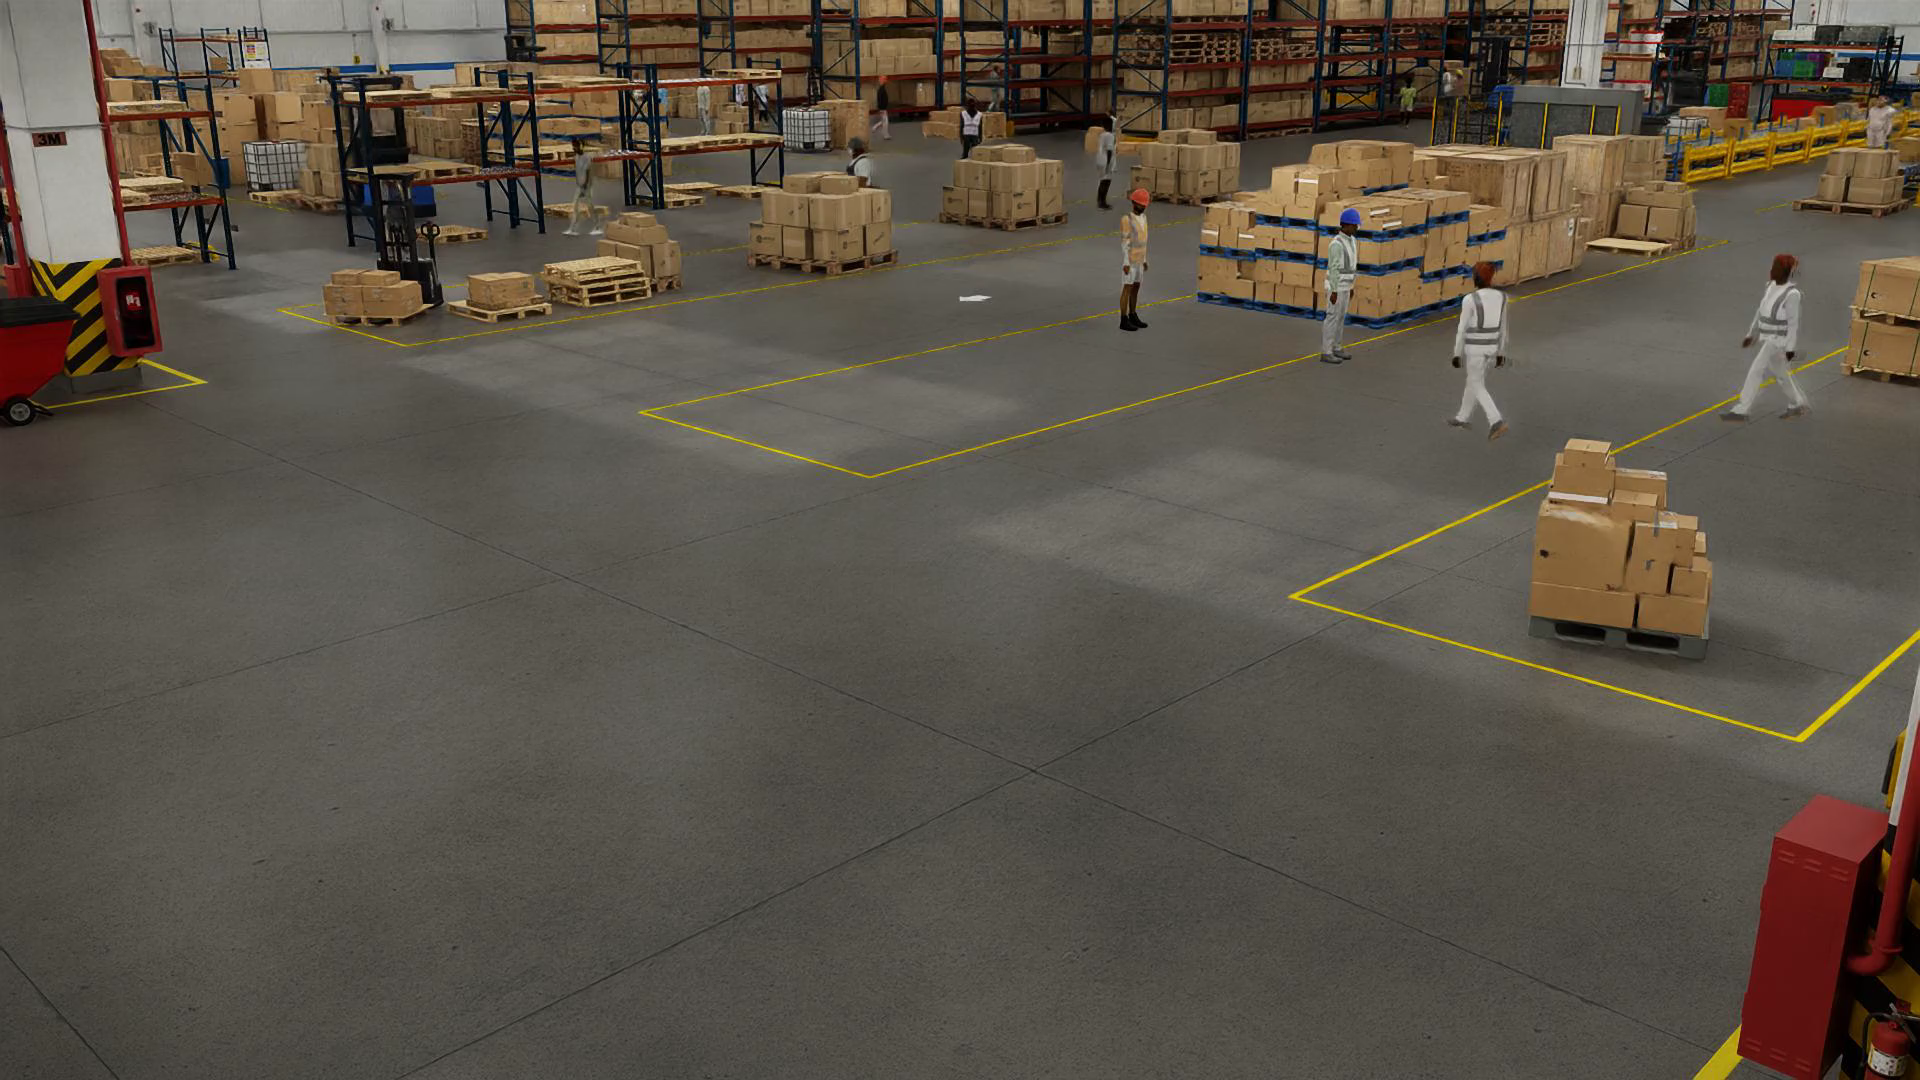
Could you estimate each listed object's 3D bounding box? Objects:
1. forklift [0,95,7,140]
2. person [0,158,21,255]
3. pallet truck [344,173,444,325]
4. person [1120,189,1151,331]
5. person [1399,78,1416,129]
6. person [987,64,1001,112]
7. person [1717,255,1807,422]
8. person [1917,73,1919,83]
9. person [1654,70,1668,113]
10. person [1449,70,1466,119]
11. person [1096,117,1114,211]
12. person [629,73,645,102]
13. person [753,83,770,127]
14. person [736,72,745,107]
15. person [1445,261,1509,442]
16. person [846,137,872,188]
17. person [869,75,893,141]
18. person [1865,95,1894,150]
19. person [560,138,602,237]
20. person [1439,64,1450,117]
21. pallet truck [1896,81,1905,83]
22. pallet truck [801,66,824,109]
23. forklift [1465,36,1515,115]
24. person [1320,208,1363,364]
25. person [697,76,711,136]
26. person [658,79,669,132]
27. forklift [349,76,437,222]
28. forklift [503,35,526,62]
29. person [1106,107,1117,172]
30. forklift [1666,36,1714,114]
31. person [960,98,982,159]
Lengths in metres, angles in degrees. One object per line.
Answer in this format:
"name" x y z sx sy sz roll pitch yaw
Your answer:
"forklift" -29.721 -13.726 51.136 1.129 2.768 1.873 13 23 35
"person" -16.817 -5.899 29.211 0.631 1.823 0.738 3 19 8
"pallet truck" -8.209 -4.181 23.757 0.823 1.965 1.885 3 19 9
"person" 2.425 -3.854 22.883 0.374 1.928 0.542 13 23 35
"person" 14.976 -14.618 55.675 0.547 1.682 0.358 5 19 14
"person" 1.288 -16.333 60.533 0.636 1.899 0.690 -3 19 -9
"person" 8.827 -2.173 17.972 0.993 1.839 0.579 1 18 4
"person" 37.774 -17.888 65.406 0.611 1.772 0.938 -14 23 -36
"person" 22.396 -13.964 53.174 0.414 2.028 0.612 8 20 22
"person" 17.896 -15.948 59.604 0.531 1.733 0.774 -13 23 -35
"person" 3.089 -7.995 35.367 0.470 1.922 0.742 -7 19 -19
"person" -11.707 -16.077 60.163 0.554 1.617 0.614 -16 24 -40
"person" -6.750 -14.932 56.687 0.843 1.654 0.540 13 22 34
"person" -7.275 -14.650 55.419 0.384 1.930 0.540 -6 19 -17
"person" 5.477 -1.975 17.356 0.588 1.854 0.925 -9 21 -26
"person" -1.800 -6.340 30.195 1.030 2.000 0.684 -8 20 -22
"person" -2.451 -13.348 51.414 0.693 1.975 0.620 4 19 13
"person" 23.910 -10.620 43.316 0.543 1.892 0.668 -14 23 -36
"person" -7.193 -6.674 31.530 0.510 1.830 0.849 15 24 38
"person" 17.780 -16.522 61.103 0.682 1.885 0.686 13 22 34
"pallet truck" 34.802 -16.331 61.455 0.653 1.274 1.630 17 25 41
"pallet truck" -4.812 -15.182 56.903 0.823 1.965 1.885 -9 21 -26
"forklift" 19.973 -17.201 61.605 1.873 2.768 1.129 16 24 40
"person" 4.786 -3.180 20.846 0.426 1.939 0.600 11 21 31
"person" -7.977 -13.423 51.701 0.373 1.936 0.629 -13 22 -34
"person" -9.734 -14.189 54.380 0.322 1.696 0.536 5 19 16
"forklift" -11.689 -7.984 33.836 1.873 2.768 1.129 17 25 41
"forklift" -16.784 -17.651 62.961 1.873 2.768 1.129 6 19 17
"person" 3.861 -10.268 42.662 0.311 1.636 0.521 -7 19 -19
"forklift" 27.341 -17.291 61.877 1.129 2.768 1.873 17 25 41
"person" 0.274 -10.325 42.451 0.598 1.887 0.842 -3 19 -10
